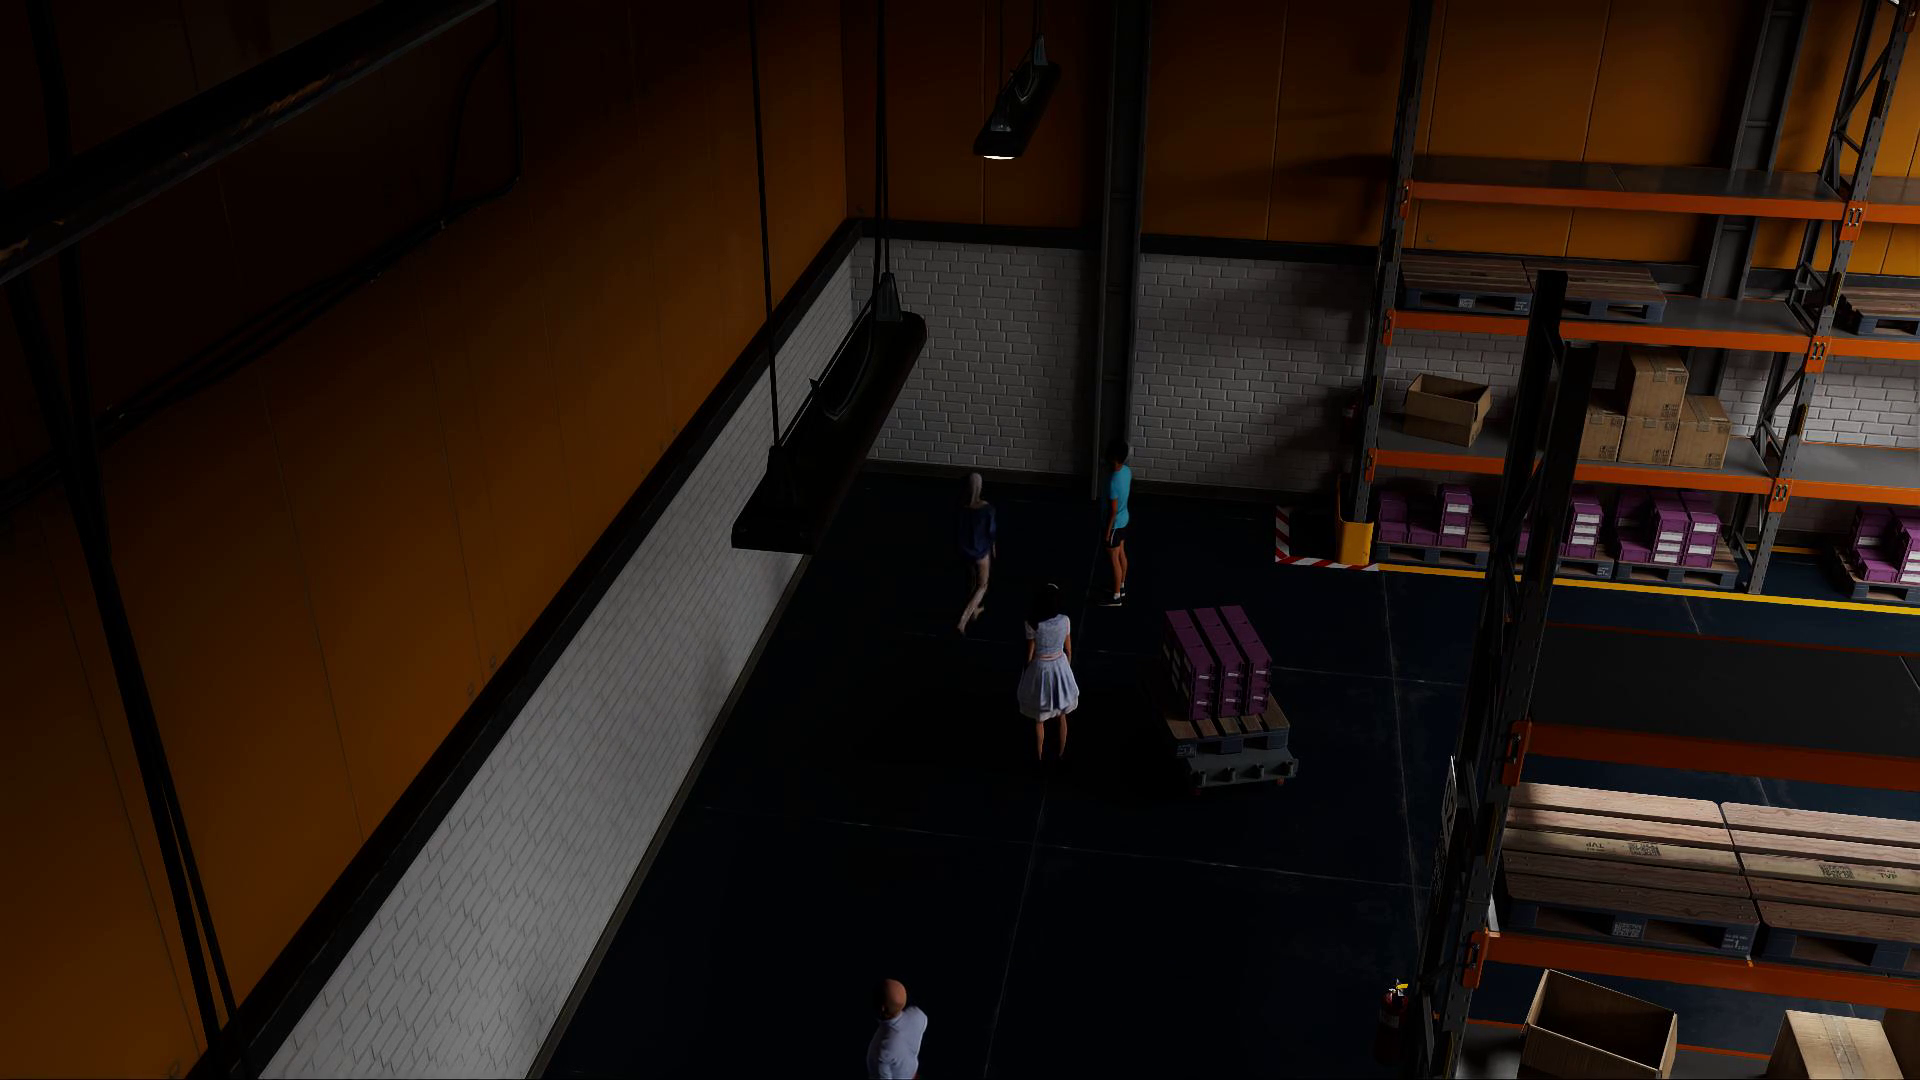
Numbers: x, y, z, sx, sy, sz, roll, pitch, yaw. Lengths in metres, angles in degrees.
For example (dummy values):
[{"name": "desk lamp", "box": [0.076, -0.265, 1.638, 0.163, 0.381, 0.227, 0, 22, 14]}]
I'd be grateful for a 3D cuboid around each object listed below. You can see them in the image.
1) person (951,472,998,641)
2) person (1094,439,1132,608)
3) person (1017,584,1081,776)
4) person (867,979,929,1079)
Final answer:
[{"name": "person", "box": [0.115, 0.165, 15.953, 1.055, 1.676, 0.892, 14, 32, 24]}, {"name": "person", "box": [1.540, -0.174, 16.474, 0.560, 1.773, 0.652, 10, 30, 17]}, {"name": "person", "box": [0.737, 1.171, 13.960, 0.777, 1.819, 0.863, -5, 29, -9]}, {"name": "person", "box": [-0.382, 3.345, 10.004, 0.682, 1.791, 0.709, 15, 32, 25]}]
